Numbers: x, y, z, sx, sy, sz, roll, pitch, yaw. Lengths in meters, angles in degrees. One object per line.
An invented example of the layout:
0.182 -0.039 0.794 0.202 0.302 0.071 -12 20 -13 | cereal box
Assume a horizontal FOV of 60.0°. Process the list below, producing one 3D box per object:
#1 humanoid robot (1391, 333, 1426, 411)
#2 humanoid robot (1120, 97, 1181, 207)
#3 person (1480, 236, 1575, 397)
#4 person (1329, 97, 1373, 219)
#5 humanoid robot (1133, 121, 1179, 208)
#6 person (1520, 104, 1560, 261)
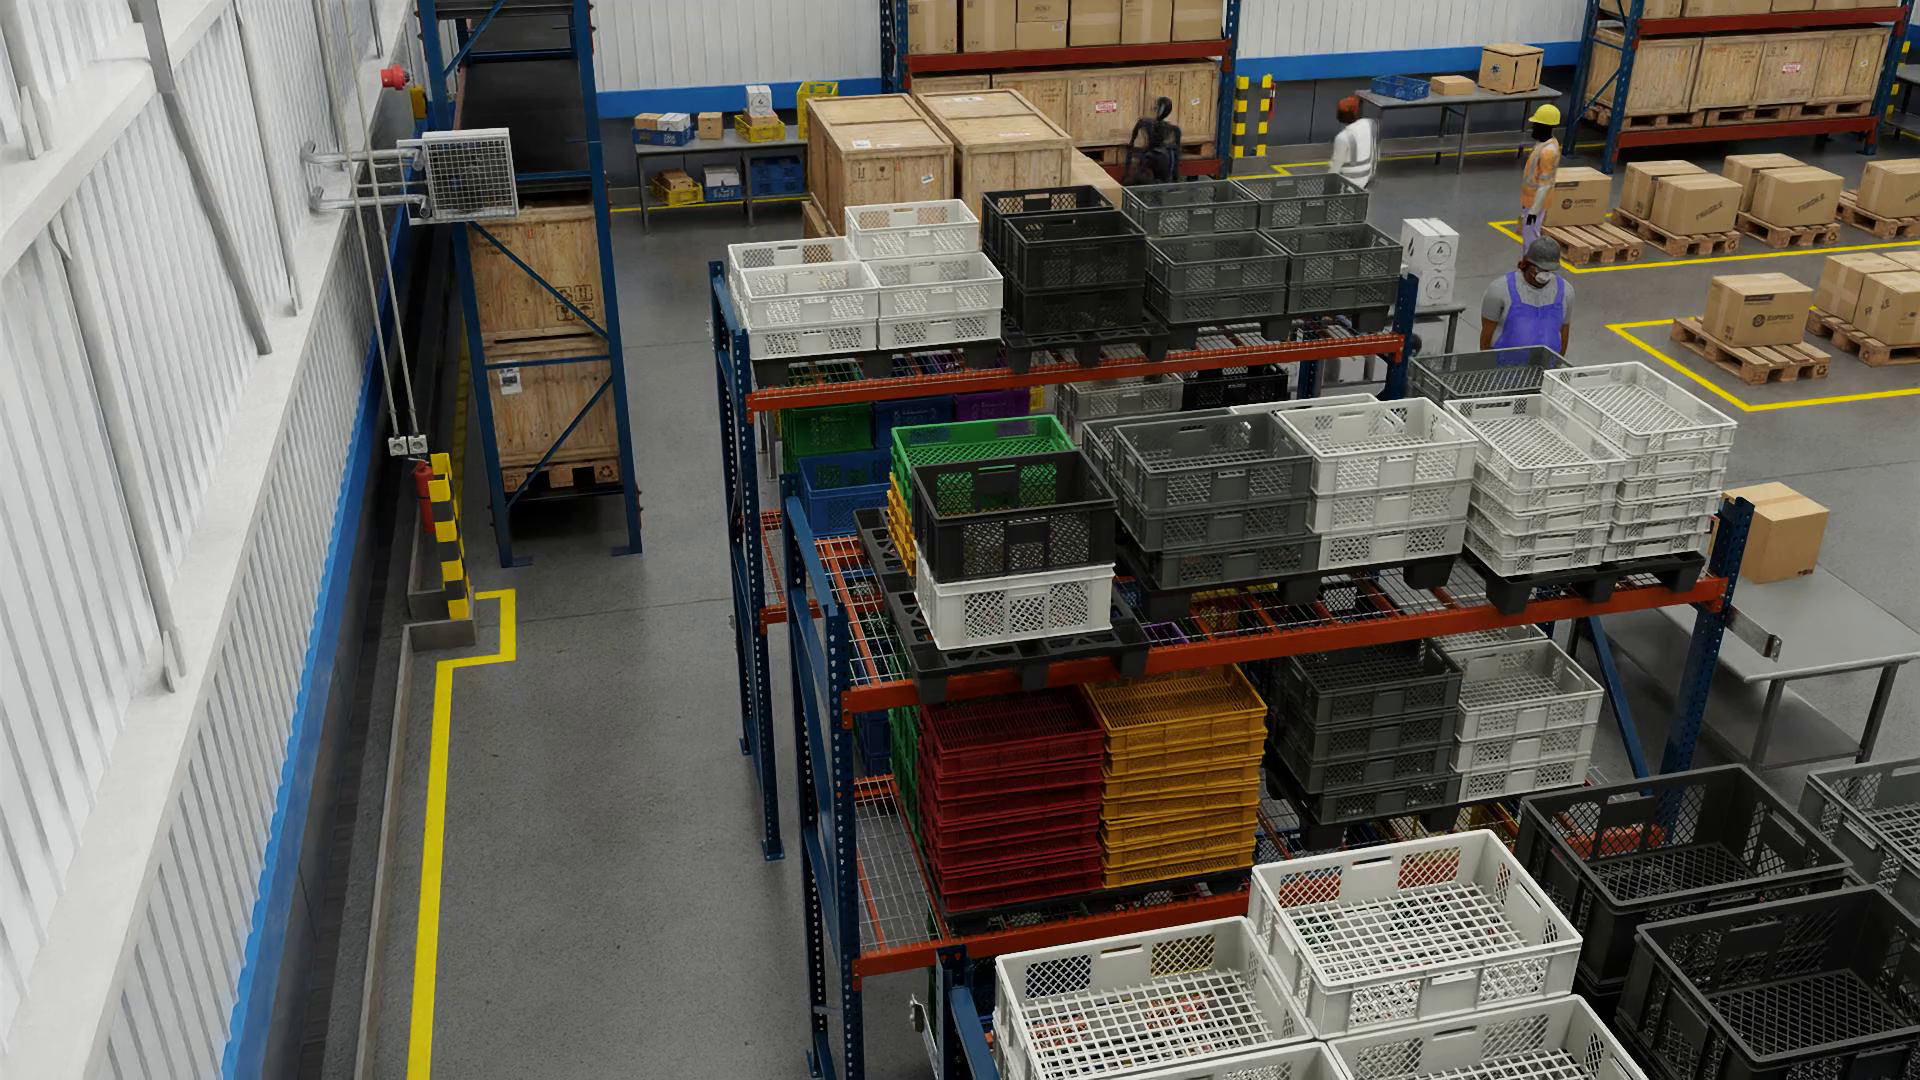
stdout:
3.260 -0.687 11.883 0.718 1.636 0.603 15 31 26 | humanoid robot
2.067 -4.030 18.205 0.660 1.641 0.351 8 29 15 | humanoid robot
4.307 -1.353 12.716 0.678 2.000 0.535 1 28 2 | person
4.074 -3.716 17.411 0.675 1.848 0.340 -21 34 -34 | person
2.017 -3.508 17.208 0.492 1.642 0.648 24 36 37 | humanoid robot
5.778 -3.415 16.744 0.361 1.930 0.586 6 28 11 | person
